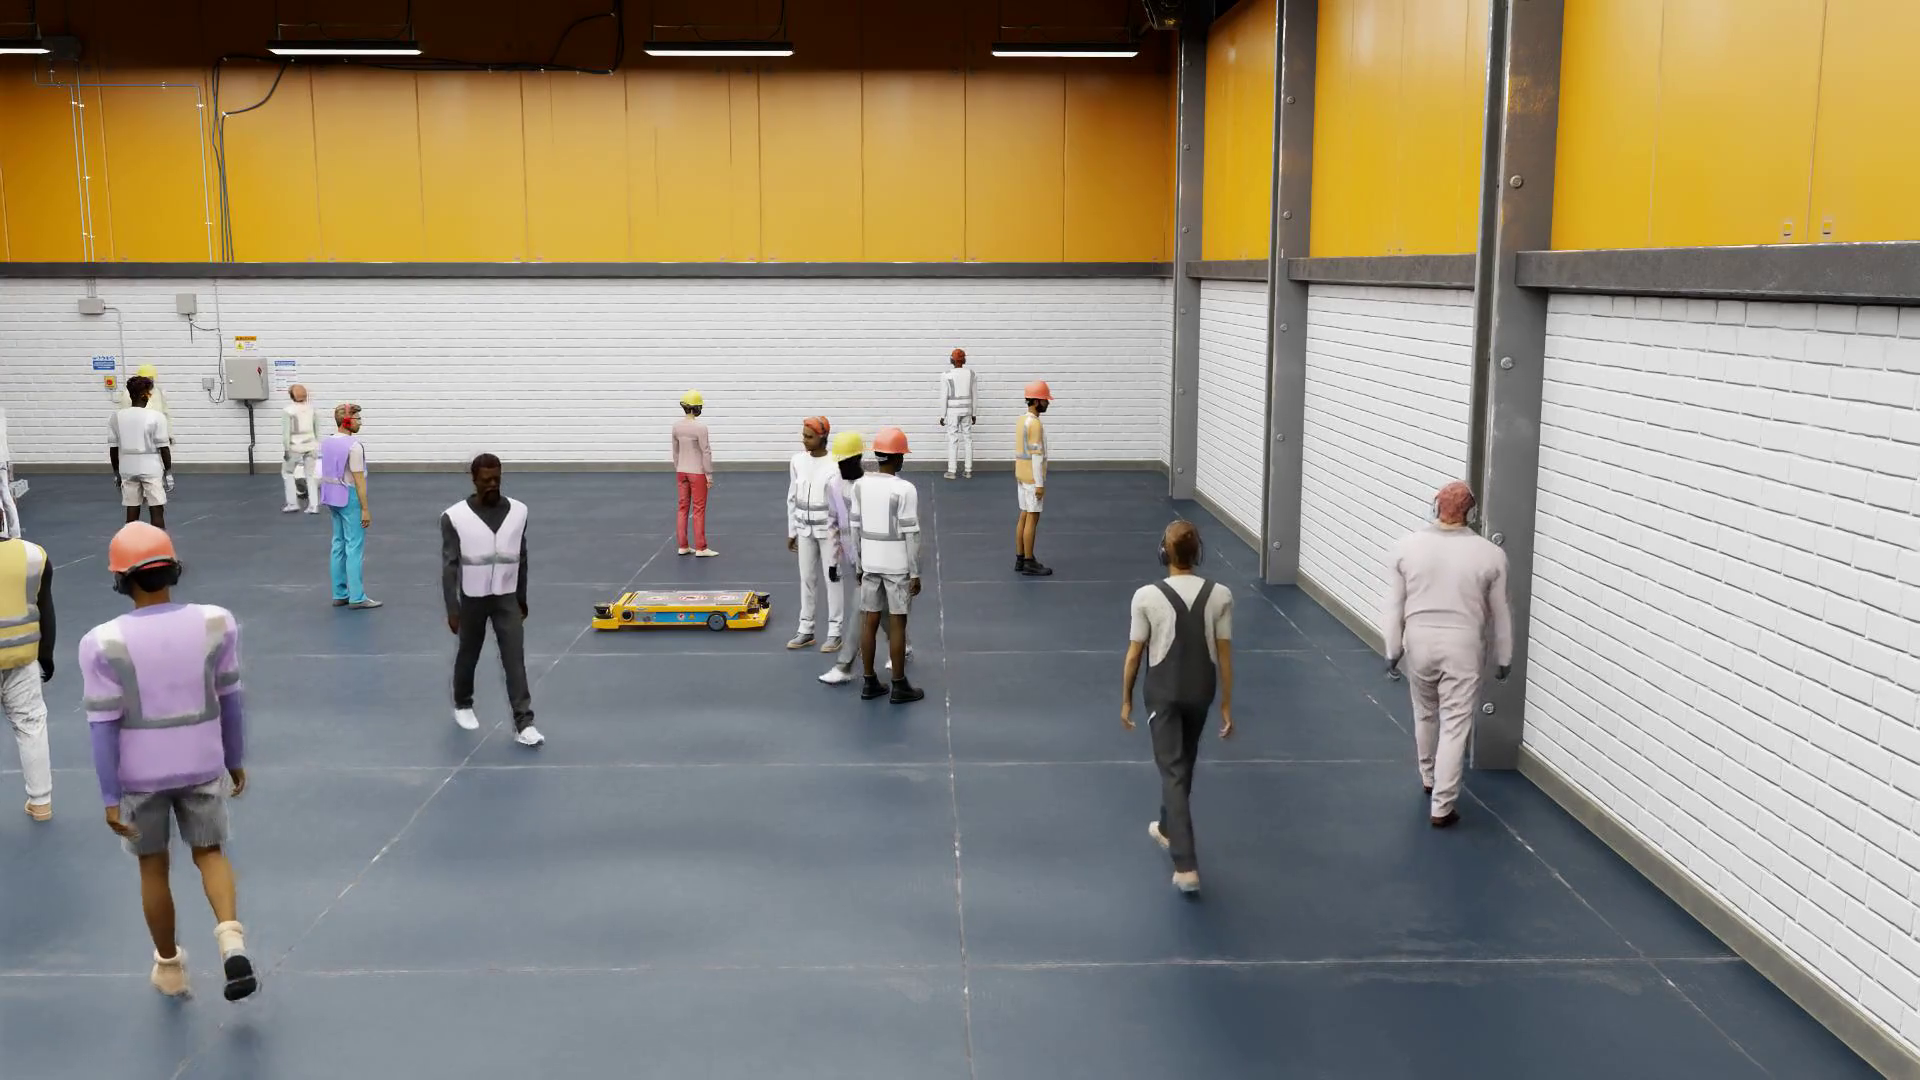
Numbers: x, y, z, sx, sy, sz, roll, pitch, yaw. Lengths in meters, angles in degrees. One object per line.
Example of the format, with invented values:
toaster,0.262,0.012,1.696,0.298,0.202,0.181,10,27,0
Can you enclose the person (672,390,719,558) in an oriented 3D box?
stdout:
person,-2.806,-0.696,17.535,0.525,1.769,0.310,7,11,35

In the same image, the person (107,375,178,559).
person,-8.280,-0.686,16.857,0.612,1.963,0.363,0,9,1

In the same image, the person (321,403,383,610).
person,-5.479,-0.296,14.843,0.572,1.840,0.373,7,12,38

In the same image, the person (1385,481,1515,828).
person,2.757,0.601,9.272,0.662,1.867,0.904,6,11,31

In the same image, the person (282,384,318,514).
person,-8.210,-1.123,20.603,0.605,1.614,0.539,6,11,33

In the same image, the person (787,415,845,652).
person,-1.120,-0.051,13.213,0.572,1.885,0.358,5,10,27

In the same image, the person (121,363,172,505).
person,-10.497,-1.377,21.516,0.404,1.828,0.598,6,11,34

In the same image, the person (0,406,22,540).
person,-10.483,-0.828,18.052,0.333,1.864,0.509,0,9,0

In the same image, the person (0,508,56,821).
person,-5.227,0.658,8.998,0.429,1.842,0.634,7,12,38

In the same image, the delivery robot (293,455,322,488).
delivery robot,-8.498,-0.896,22.174,0.707,0.478,0.477,-1,9,-8

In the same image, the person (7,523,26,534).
person,-11.257,-0.930,18.764,1.048,1.849,0.663,-1,9,-7

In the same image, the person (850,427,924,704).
person,-0.495,0.175,11.668,0.551,1.935,0.375,6,11,33

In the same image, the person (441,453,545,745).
person,-3.053,0.365,10.741,0.617,1.867,1.023,-7,12,-39

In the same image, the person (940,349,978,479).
person,-0.020,-1.826,24.108,0.574,1.883,0.355,-4,10,-22

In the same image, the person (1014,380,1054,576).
person,0.746,-0.618,16.530,0.375,1.935,0.551,-2,10,-13

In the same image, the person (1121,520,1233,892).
person,1.089,0.796,8.301,0.525,1.801,0.957,-2,9,-9

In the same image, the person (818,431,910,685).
person,-0.686,0.109,12.370,0.626,1.871,1.051,8,12,40

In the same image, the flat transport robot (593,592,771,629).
flat transport robot,-2.364,0.590,14.218,1.431,0.197,0.652,0,9,-1

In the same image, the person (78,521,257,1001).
person,-3.179,0.935,6.739,0.622,2.027,0.692,-7,12,-38
